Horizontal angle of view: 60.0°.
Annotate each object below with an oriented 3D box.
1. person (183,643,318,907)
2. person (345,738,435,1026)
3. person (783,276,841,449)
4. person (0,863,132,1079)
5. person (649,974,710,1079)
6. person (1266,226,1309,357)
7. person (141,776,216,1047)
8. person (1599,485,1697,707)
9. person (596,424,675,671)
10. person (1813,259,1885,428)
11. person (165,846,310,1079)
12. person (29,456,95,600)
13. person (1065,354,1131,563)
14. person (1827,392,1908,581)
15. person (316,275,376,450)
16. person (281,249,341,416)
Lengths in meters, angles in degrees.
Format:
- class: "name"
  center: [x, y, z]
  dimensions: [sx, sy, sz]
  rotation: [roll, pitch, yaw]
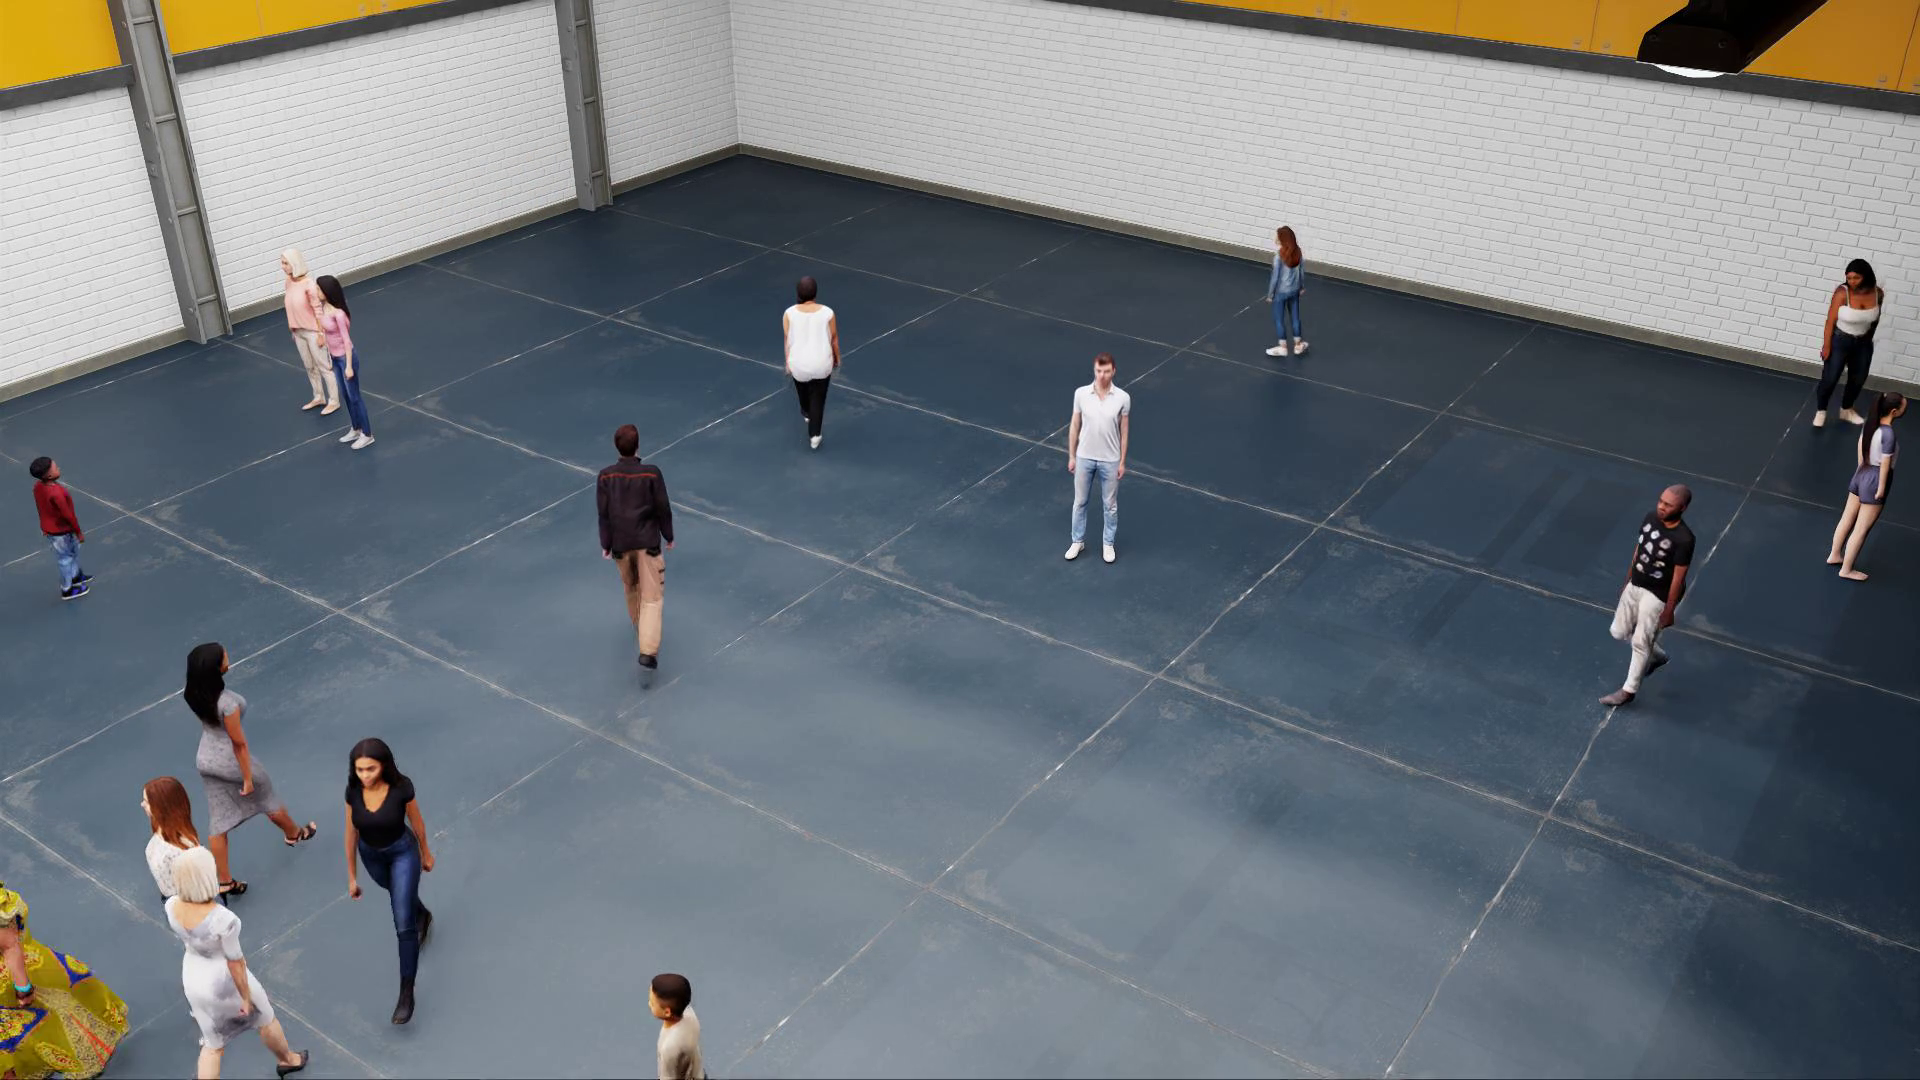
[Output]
- class: "person"
  center: [-4.537, 1.466, 10.157]
  dimensions: [0.776, 1.749, 1.078]
  rotation: [10, 30, 18]
- class: "person"
  center: [-3.258, 1.809, 9.589]
  dimensions: [1.026, 1.690, 1.223]
  rotation: [0, 29, 0]
- class: "person"
  center: [-1.452, -1.692, 16.046]
  dimensions: [1.013, 1.653, 1.159]
  rotation: [1, 29, 1]
- class: "person"
  center: [-5.076, 2.326, 8.706]
  dimensions: [0.847, 1.628, 1.074]
  rotation: [18, 33, 29]
- class: "person"
  center: [-1.280, 2.731, 8.148]
  dimensions: [0.946, 1.451, 0.942]
  rotation: [-3, 29, -5]
- class: "person"
  center: [3.605, -2.704, 18.103]
  dimensions: [0.607, 1.460, 0.821]
  rotation: [-11, 31, -20]
- class: "person"
  center: [-4.226, 2.018, 9.167]
  dimensions: [0.640, 1.728, 0.646]
  rotation: [-16, 32, -27]
- class: "person"
  center: [5.097, 0.390, 12.081]
  dimensions: [0.999, 1.794, 0.921]
  rotation: [-8, 30, -14]
- class: "person"
  center: [-2.447, 0.090, 12.532]
  dimensions: [1.181, 1.890, 1.302]
  rotation: [-1, 29, -2]
- class: "person"
  center: [8.738, -1.931, 16.362]
  dimensions: [0.922, 1.770, 0.911]
  rotation: [-4, 29, -7]
- class: "person"
  center: [-3.867, 2.342, 8.581]
  dimensions: [0.806, 1.720, 1.031]
  rotation: [6, 29, 11]
- class: "person"
  center: [-7.384, -0.079, 13.513]
  dimensions: [0.517, 1.246, 0.544]
  rotation: [19, 34, 31]
- class: "person"
  center: [1.167, -0.701, 14.022]
  dimensions: [0.720, 1.852, 0.691]
  rotation: [5, 29, 9]
- class: "person"
  center: [7.543, -0.469, 13.806]
  dimensions: [0.735, 1.650, 0.636]
  rotation: [0, 29, 1]
- class: "person"
  center: [-5.939, -1.731, 16.025]
  dimensions: [0.568, 1.742, 0.615]
  rotation: [-23, 36, -36]
- class: "person"
  center: [-6.546, -2.106, 16.731]
  dimensions: [0.621, 1.724, 0.544]
  rotation: [15, 32, 25]
